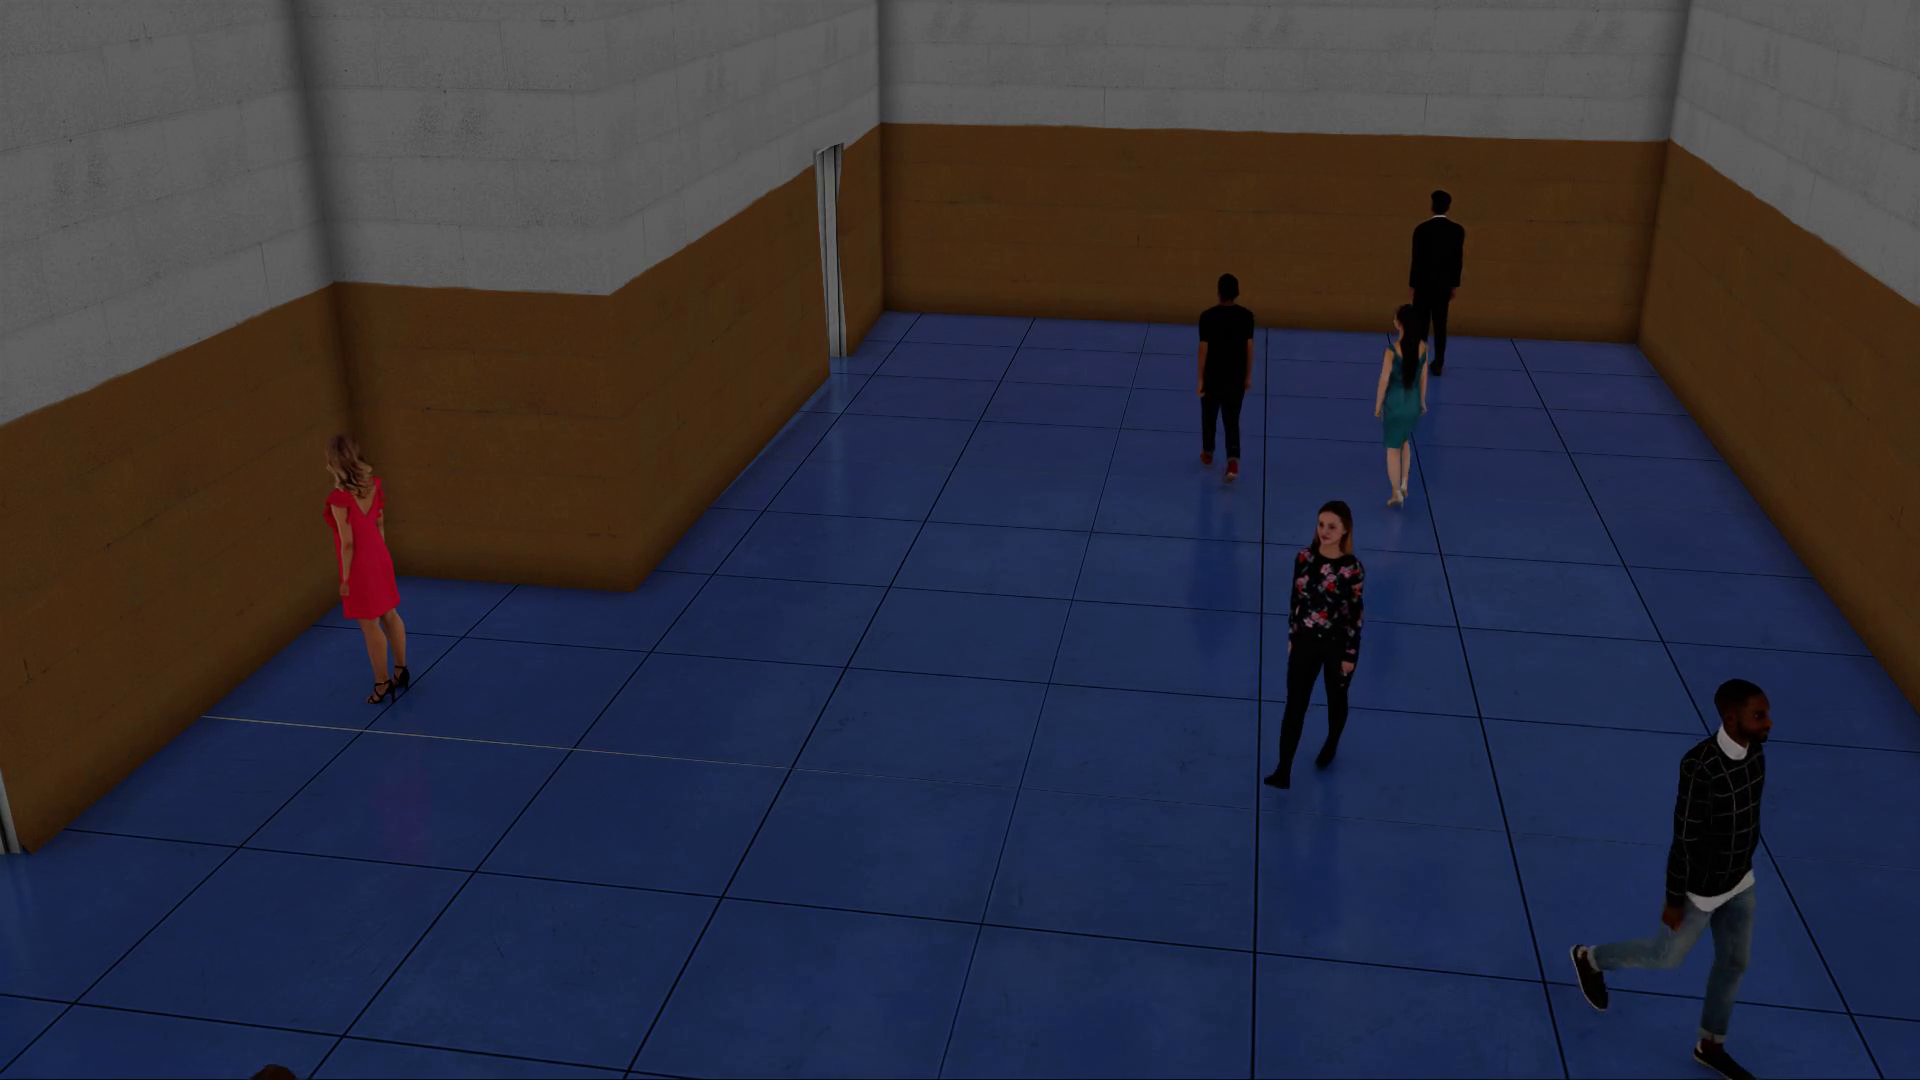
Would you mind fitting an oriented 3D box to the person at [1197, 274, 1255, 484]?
[{"bbox_3d":[2.215,-1.317,13.860,1.151,1.732,0.867,-1,22,-2],"label":"person"}]

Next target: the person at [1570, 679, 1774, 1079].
[{"bbox_3d":[3.074,1.388,7.044,1.151,1.794,1.198,-14,26,-31],"label":"person"}]

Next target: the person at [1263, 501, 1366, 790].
[{"bbox_3d":[2.072,0.566,9.293,1.045,1.643,0.920,13,25,30],"label":"person"}]

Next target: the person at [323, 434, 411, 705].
[{"bbox_3d":[-3.622,0.171,10.164,0.586,1.726,0.606,8,23,18],"label":"person"}]

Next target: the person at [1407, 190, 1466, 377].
[{"bbox_3d":[4.797,-2.602,16.856,0.599,1.883,0.809,-2,22,-5],"label":"person"}]

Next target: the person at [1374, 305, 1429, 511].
[{"bbox_3d":[3.538,-1.013,13.183,0.626,1.672,0.724,-6,23,-14],"label":"person"}]
